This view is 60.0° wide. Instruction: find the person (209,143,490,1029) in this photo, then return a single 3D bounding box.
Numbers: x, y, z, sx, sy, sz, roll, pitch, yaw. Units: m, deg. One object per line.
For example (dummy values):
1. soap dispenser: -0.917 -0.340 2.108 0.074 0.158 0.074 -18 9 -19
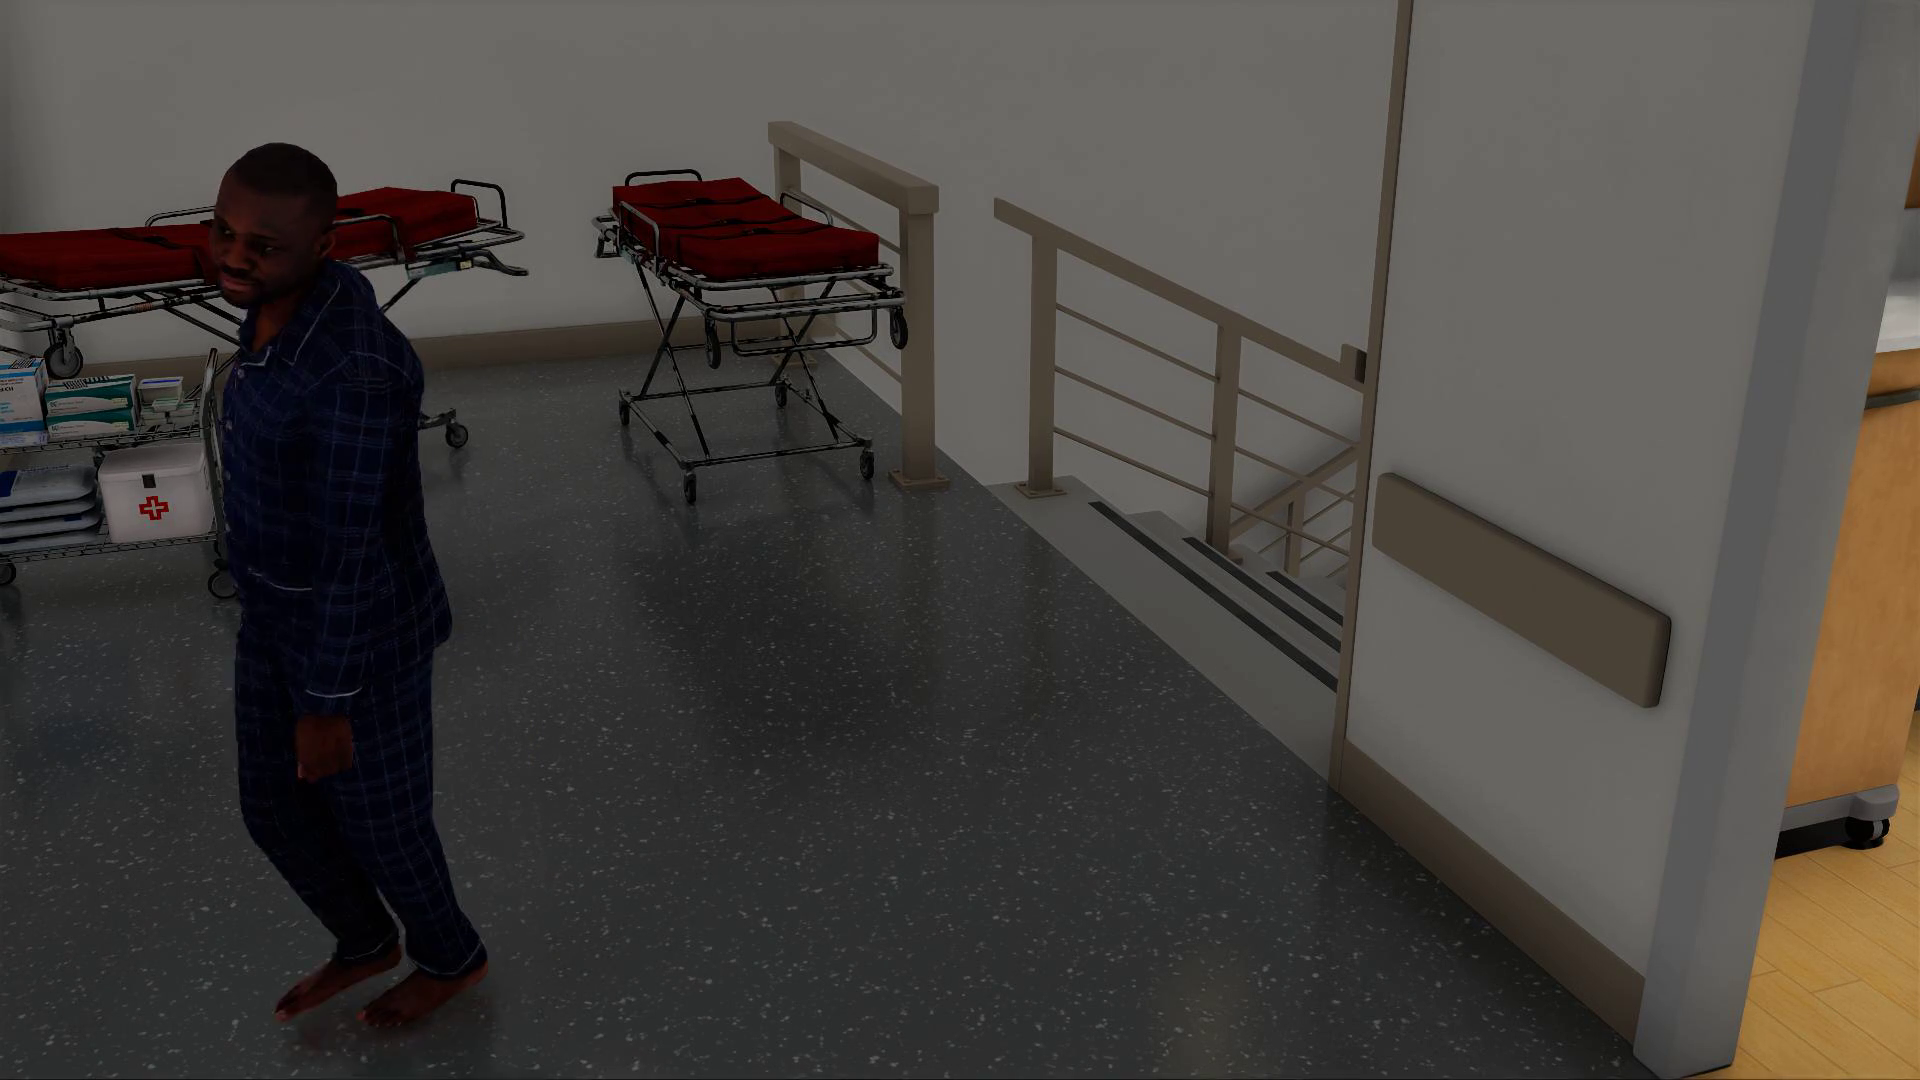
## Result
1. person: -1.101 0.165 3.079 0.888 1.774 0.721 -10 23 -24
